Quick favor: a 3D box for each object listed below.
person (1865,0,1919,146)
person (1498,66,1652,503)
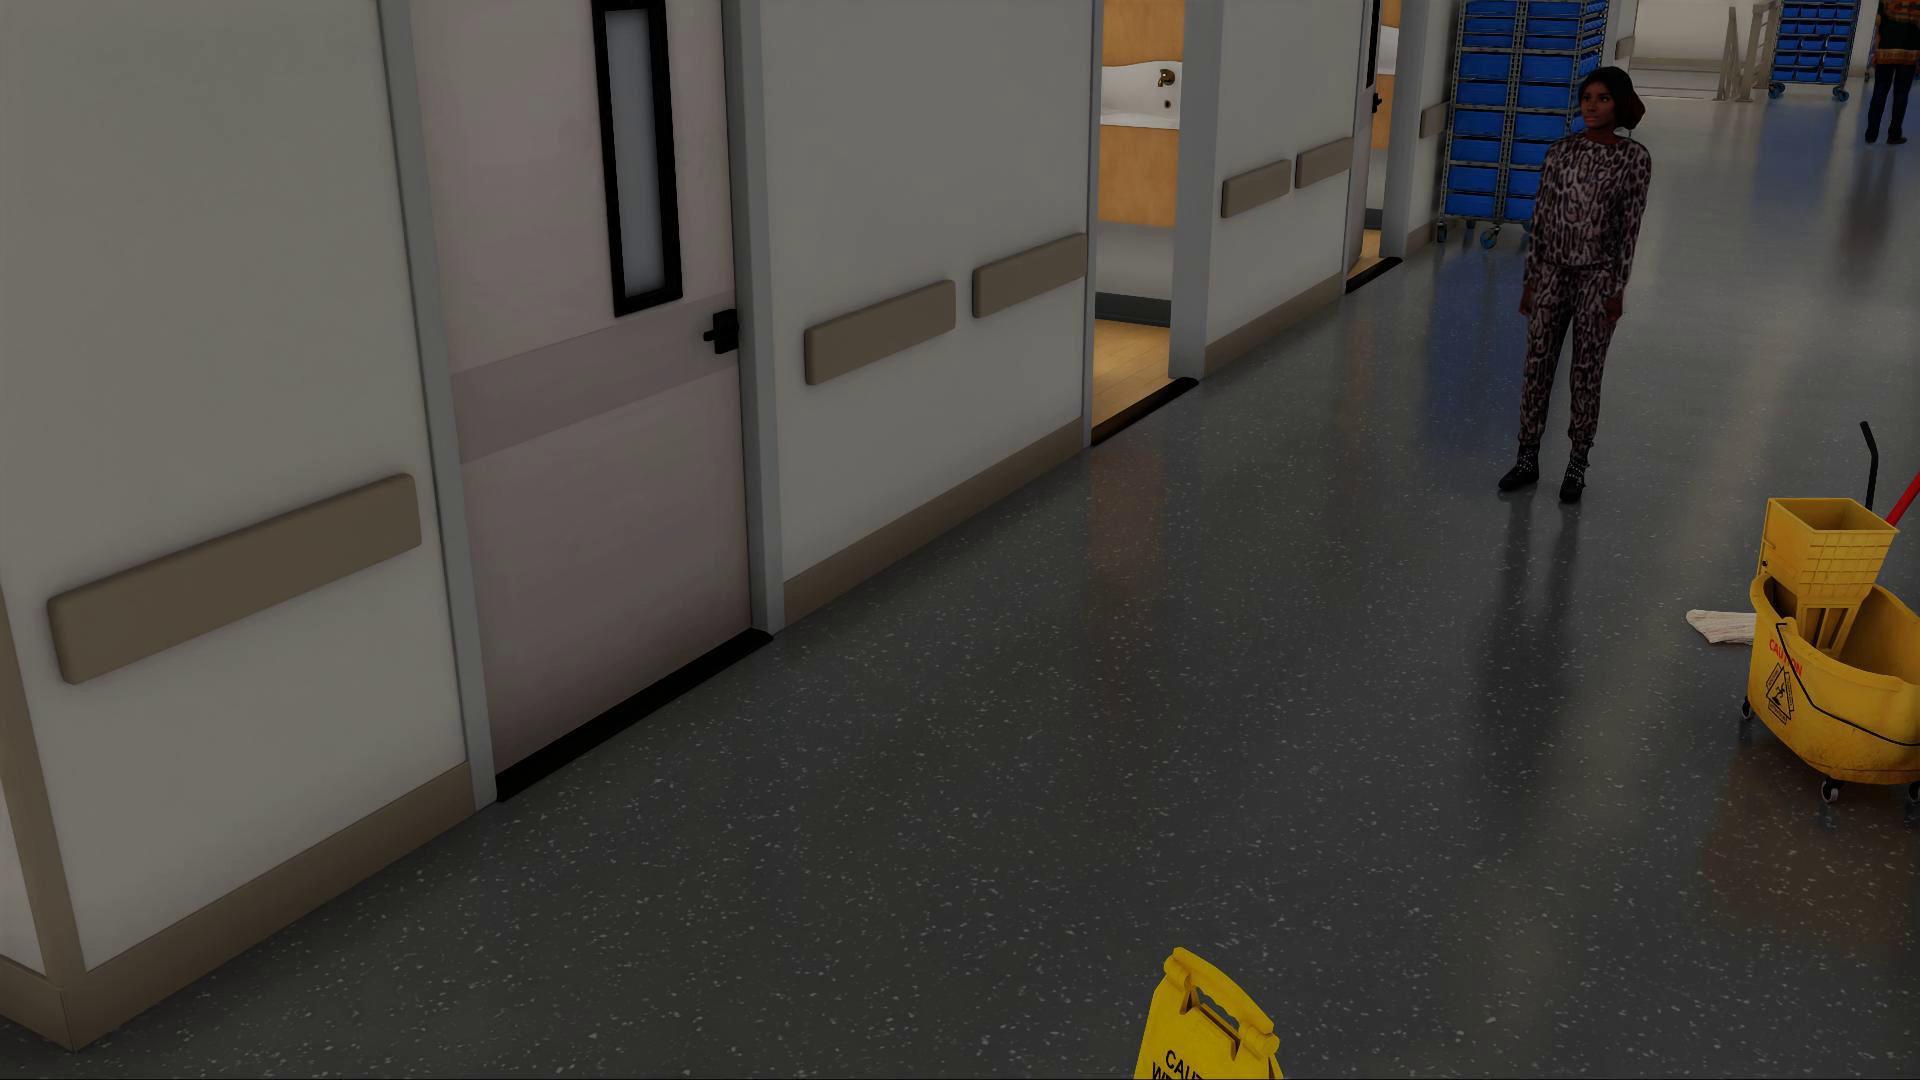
[{"bbox_3d":[9.502,-4.939,16.843,0.723,1.806,0.685,15,25,34],"label":"person"},{"bbox_3d":[2.474,-1.013,6.663,0.608,1.713,0.606,16,26,36],"label":"person"}]
